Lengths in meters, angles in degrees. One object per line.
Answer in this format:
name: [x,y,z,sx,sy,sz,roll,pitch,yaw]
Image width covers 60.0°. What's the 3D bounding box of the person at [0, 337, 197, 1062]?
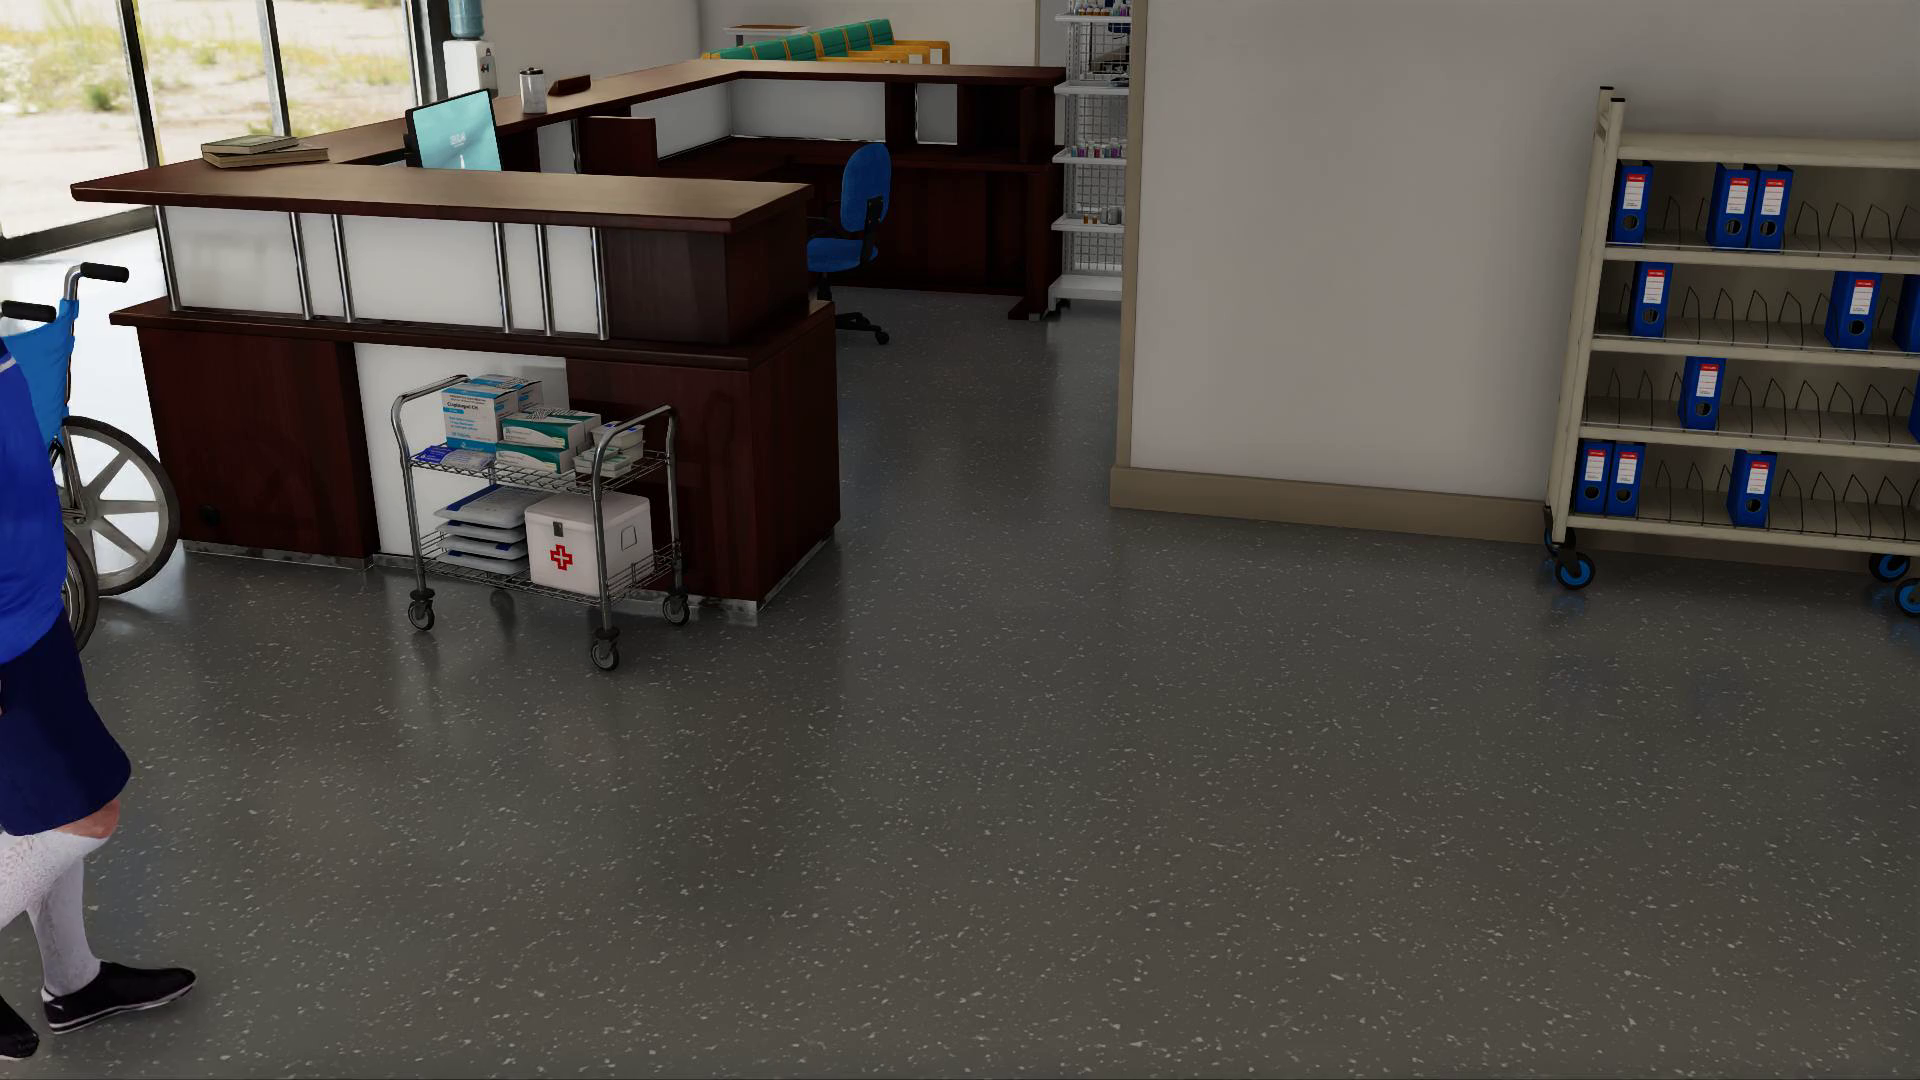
person: [-1.902,0.175,3.104,0.909,1.835,0.852,-6,22,-16]
